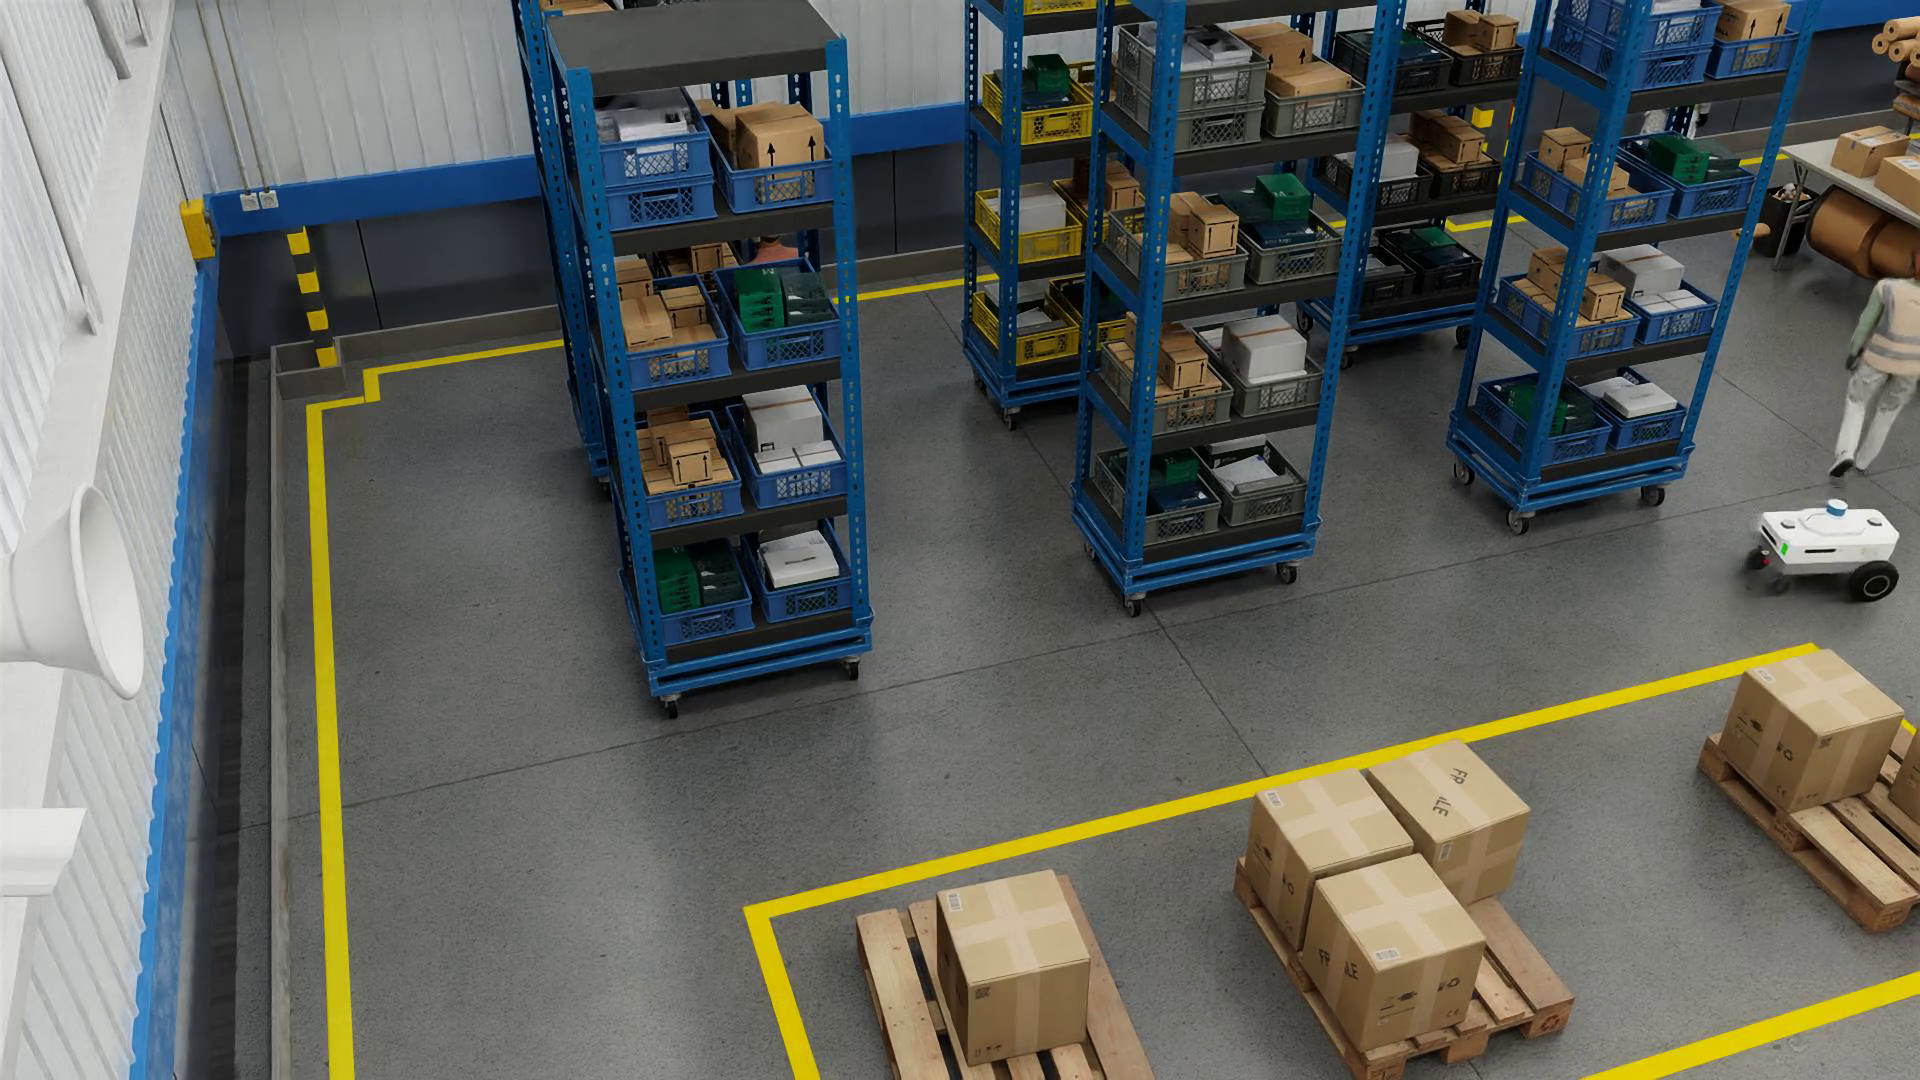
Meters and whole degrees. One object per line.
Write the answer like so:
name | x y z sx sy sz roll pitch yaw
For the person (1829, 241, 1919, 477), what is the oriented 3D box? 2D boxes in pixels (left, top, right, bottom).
person | 5.829 -1.086 10.401 0.523 1.621 0.545 16 38 21

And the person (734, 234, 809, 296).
person | -1.148 -1.175 10.226 0.624 1.984 0.413 -29 45 -35

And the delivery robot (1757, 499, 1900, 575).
delivery robot | 5.062 -0.012 9.726 0.707 0.478 0.477 -2 35 -2
